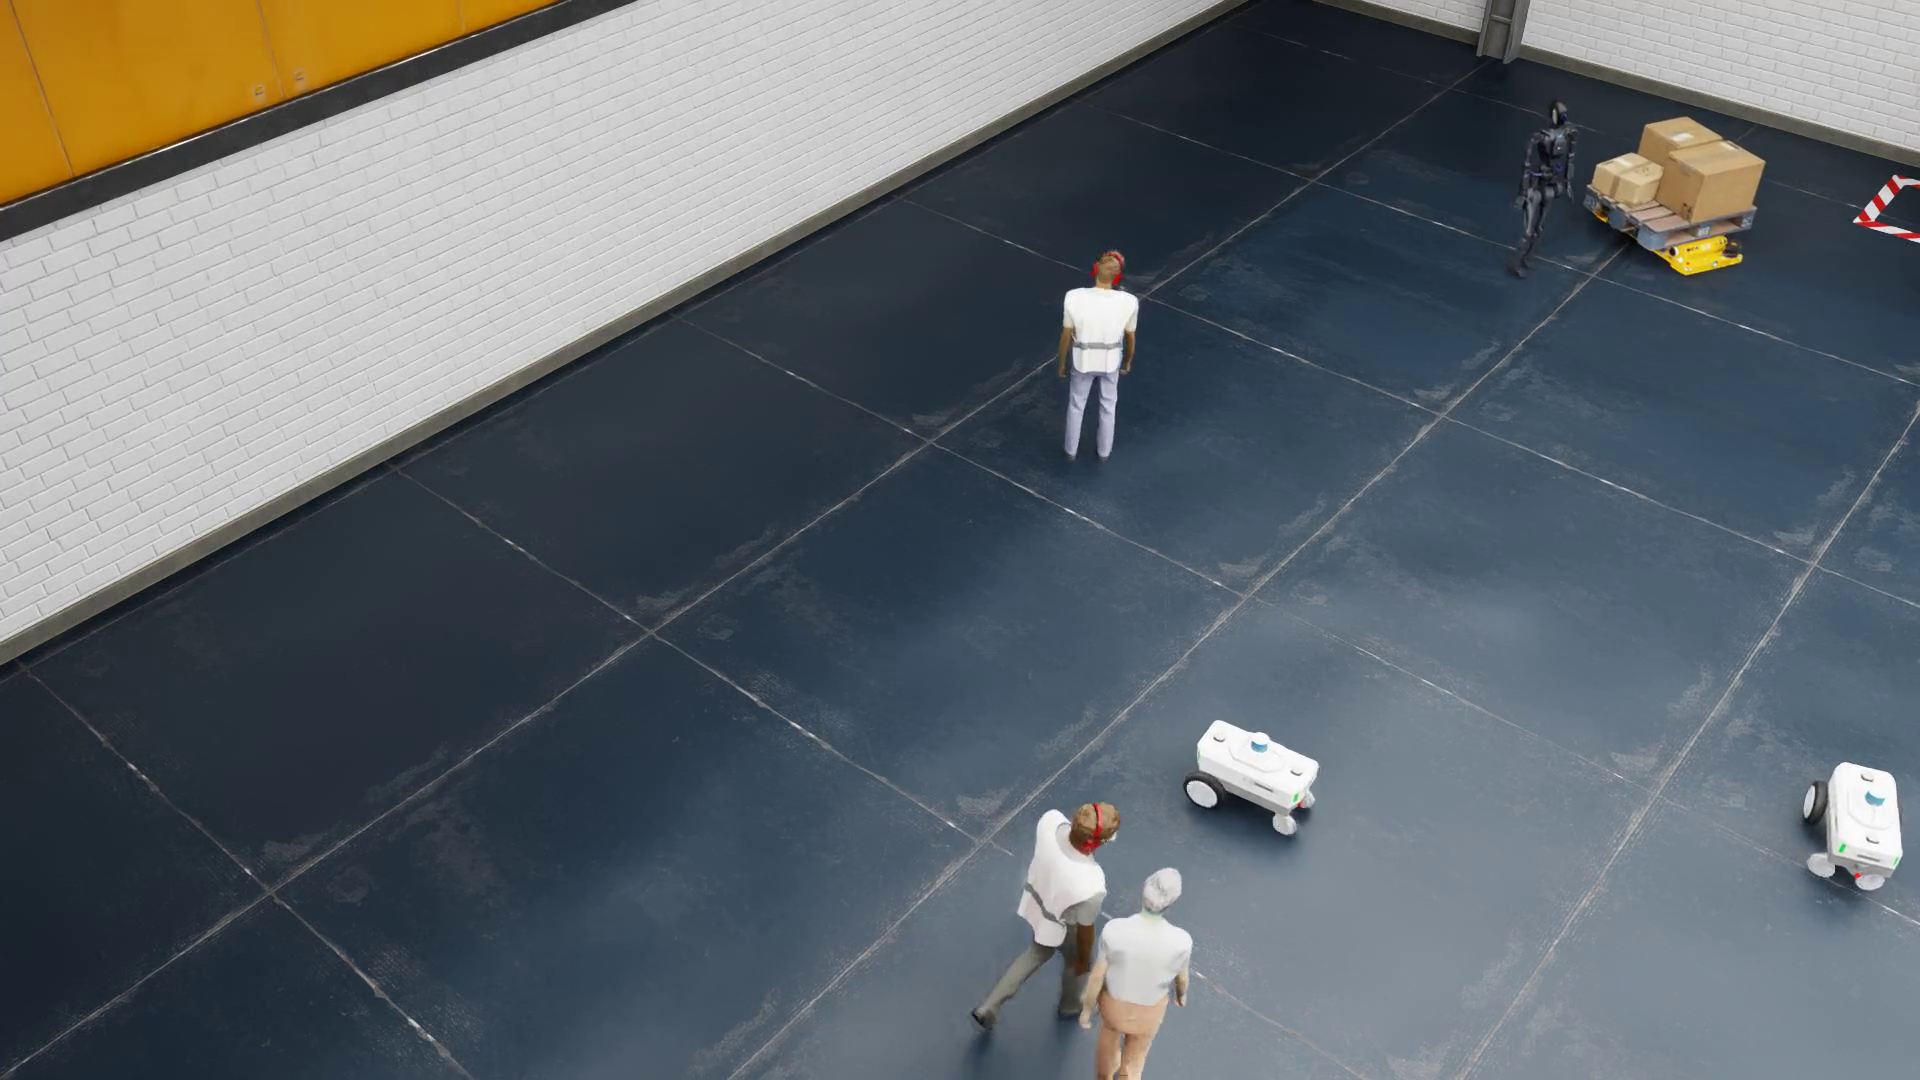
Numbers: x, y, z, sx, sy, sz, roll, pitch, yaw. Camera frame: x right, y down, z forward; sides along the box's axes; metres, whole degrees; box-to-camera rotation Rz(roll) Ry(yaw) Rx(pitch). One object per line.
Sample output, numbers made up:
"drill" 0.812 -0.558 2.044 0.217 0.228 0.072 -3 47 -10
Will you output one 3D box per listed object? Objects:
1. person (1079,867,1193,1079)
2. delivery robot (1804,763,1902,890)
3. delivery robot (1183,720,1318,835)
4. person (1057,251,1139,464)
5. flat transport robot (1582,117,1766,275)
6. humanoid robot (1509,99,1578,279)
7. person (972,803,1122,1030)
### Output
"person" 0.872 2.292 8.299 0.511 1.696 0.624 8 40 10
"delivery robot" 5.386 1.688 9.940 0.503 0.566 0.733 13 41 15
"delivery robot" 1.795 1.430 10.299 0.790 0.614 0.499 22 44 25
"person" 1.039 -1.357 12.728 0.598 1.829 0.458 1 39 1
"flat transport robot" 6.777 -3.005 16.016 0.659 0.231 1.431 -14 41 -17
"humanoid robot" 5.349 -3.198 15.135 0.589 1.653 0.431 -13 41 -16
"person" 0.470 1.995 8.585 0.743 1.805 0.614 -19 42 -22
